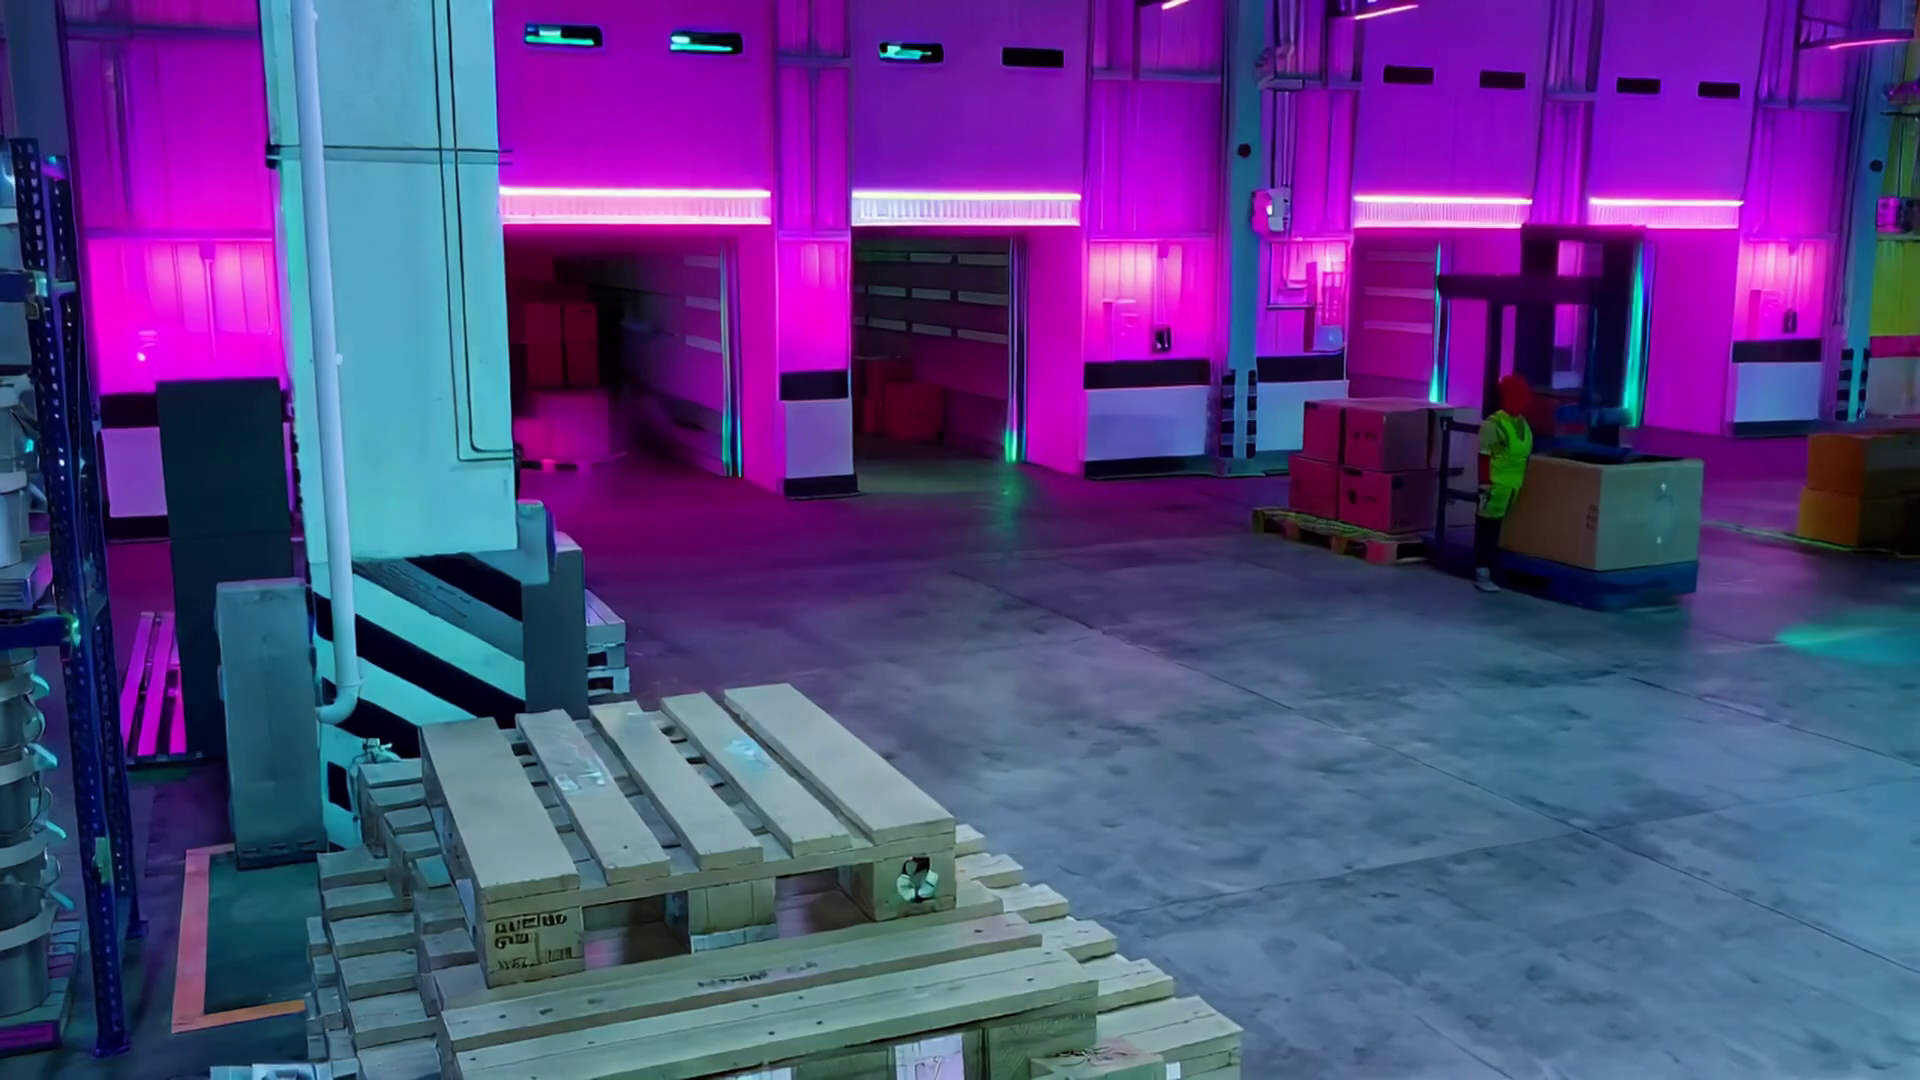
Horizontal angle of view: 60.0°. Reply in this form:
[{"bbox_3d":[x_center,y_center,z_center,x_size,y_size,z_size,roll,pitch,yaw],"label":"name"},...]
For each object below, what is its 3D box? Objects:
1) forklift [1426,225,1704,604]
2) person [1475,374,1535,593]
[{"bbox_3d":[4.755,-1.046,12.953,1.129,2.768,1.873,-4,11,-23],"label":"forklift"},{"bbox_3d":[4.237,-0.439,12.870,0.540,1.695,0.317,-4,11,-21],"label":"person"}]
